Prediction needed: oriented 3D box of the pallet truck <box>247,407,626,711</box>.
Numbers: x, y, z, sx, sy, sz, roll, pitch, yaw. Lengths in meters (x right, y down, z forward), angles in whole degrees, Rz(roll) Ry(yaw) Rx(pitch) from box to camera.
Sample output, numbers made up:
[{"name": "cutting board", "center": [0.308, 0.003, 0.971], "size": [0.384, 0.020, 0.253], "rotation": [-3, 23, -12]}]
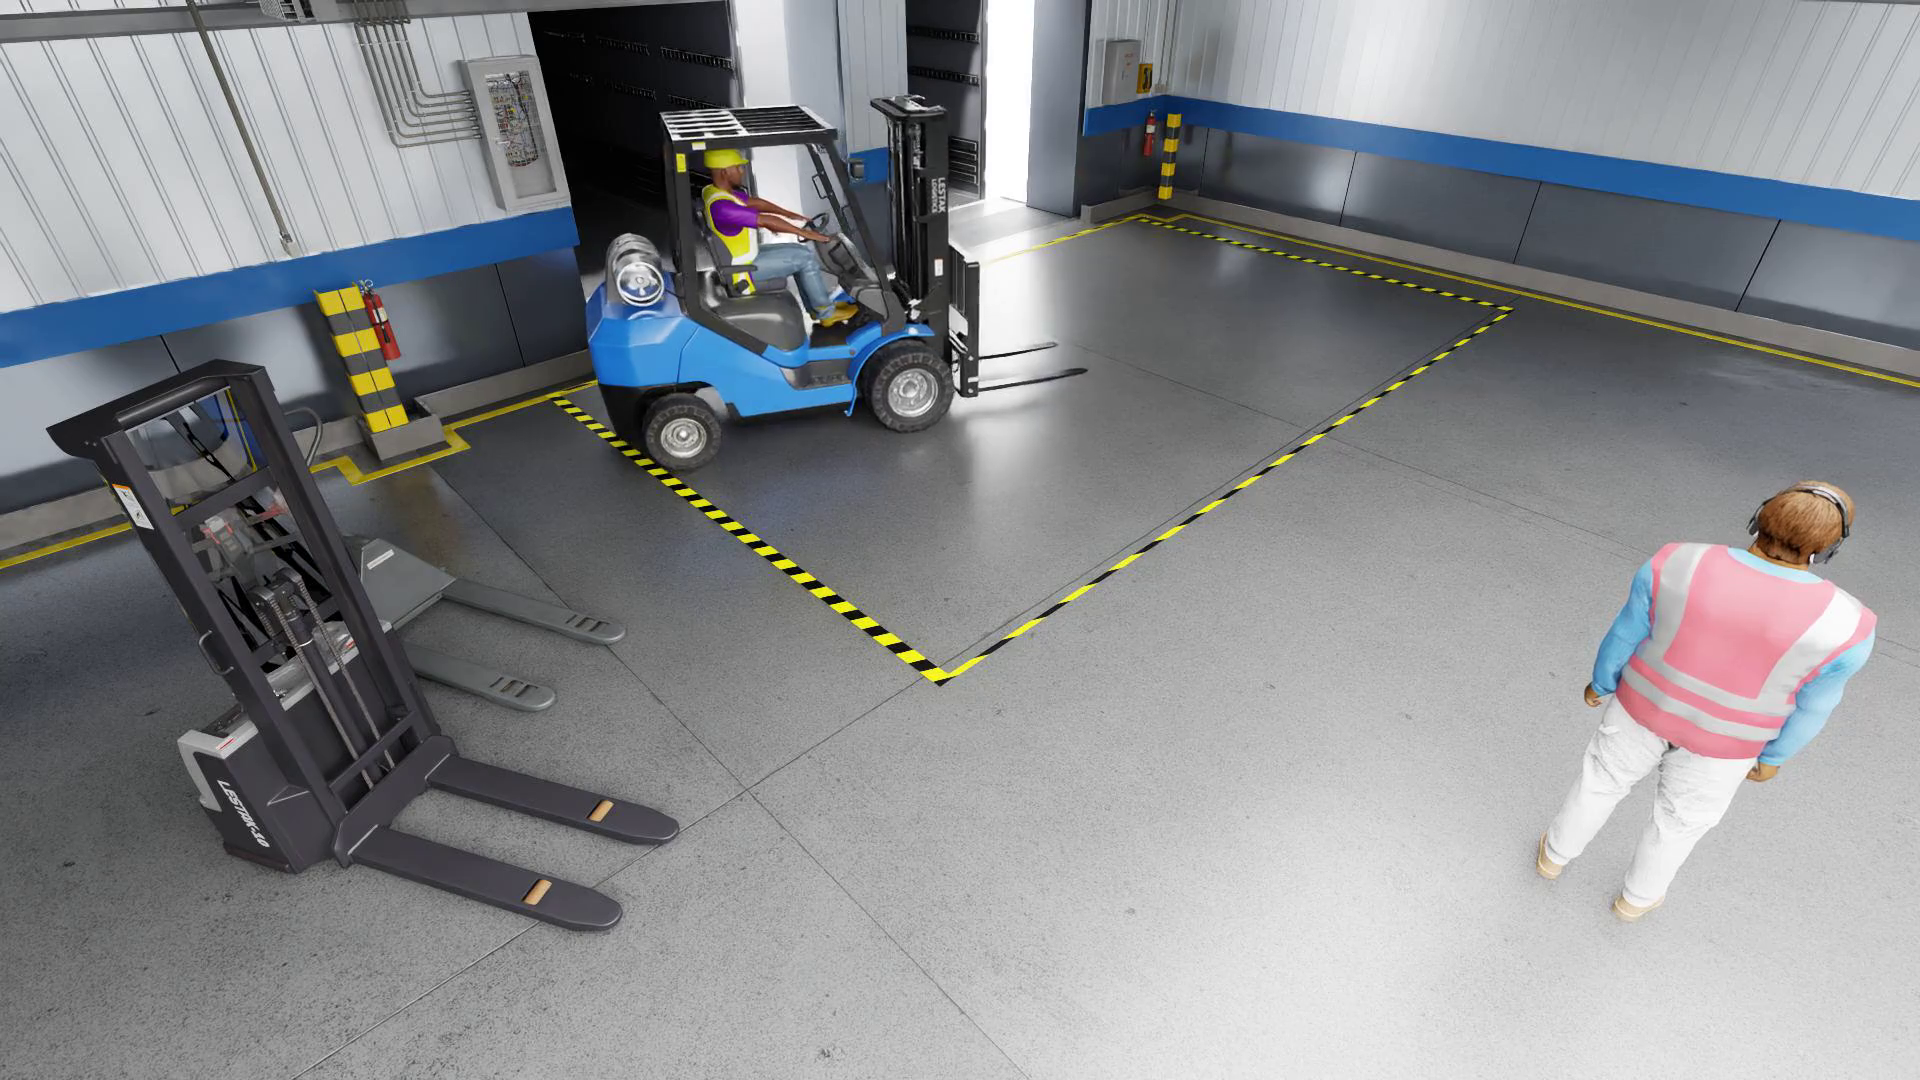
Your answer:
[{"name": "pallet truck", "center": [-2.628, 0.038, 4.590], "size": [1.601, 1.201, 0.680], "rotation": [12, 36, 18]}]

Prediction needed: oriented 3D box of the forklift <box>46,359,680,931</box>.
[{"name": "forklift", "center": [-2.135, 0.422, 3.354], "size": [1.885, 1.965, 0.823], "rotation": [10, 35, 14]}]

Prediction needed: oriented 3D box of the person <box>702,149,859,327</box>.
[{"name": "person", "center": [-1.249, -2.116, 6.437], "size": [1.004, 1.294, 0.635], "rotation": [-11, 36, -16]}]

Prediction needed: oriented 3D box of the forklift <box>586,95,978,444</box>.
[{"name": "forklift", "center": [-1.307, -1.954, 6.531], "size": [2.680, 2.036, 1.157], "rotation": [-11, 36, -16]}]

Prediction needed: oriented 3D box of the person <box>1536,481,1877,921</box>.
[{"name": "person", "center": [2.548, 0.610, 3.215], "size": [0.431, 1.845, 0.621], "rotation": [-27, 42, -33]}]
